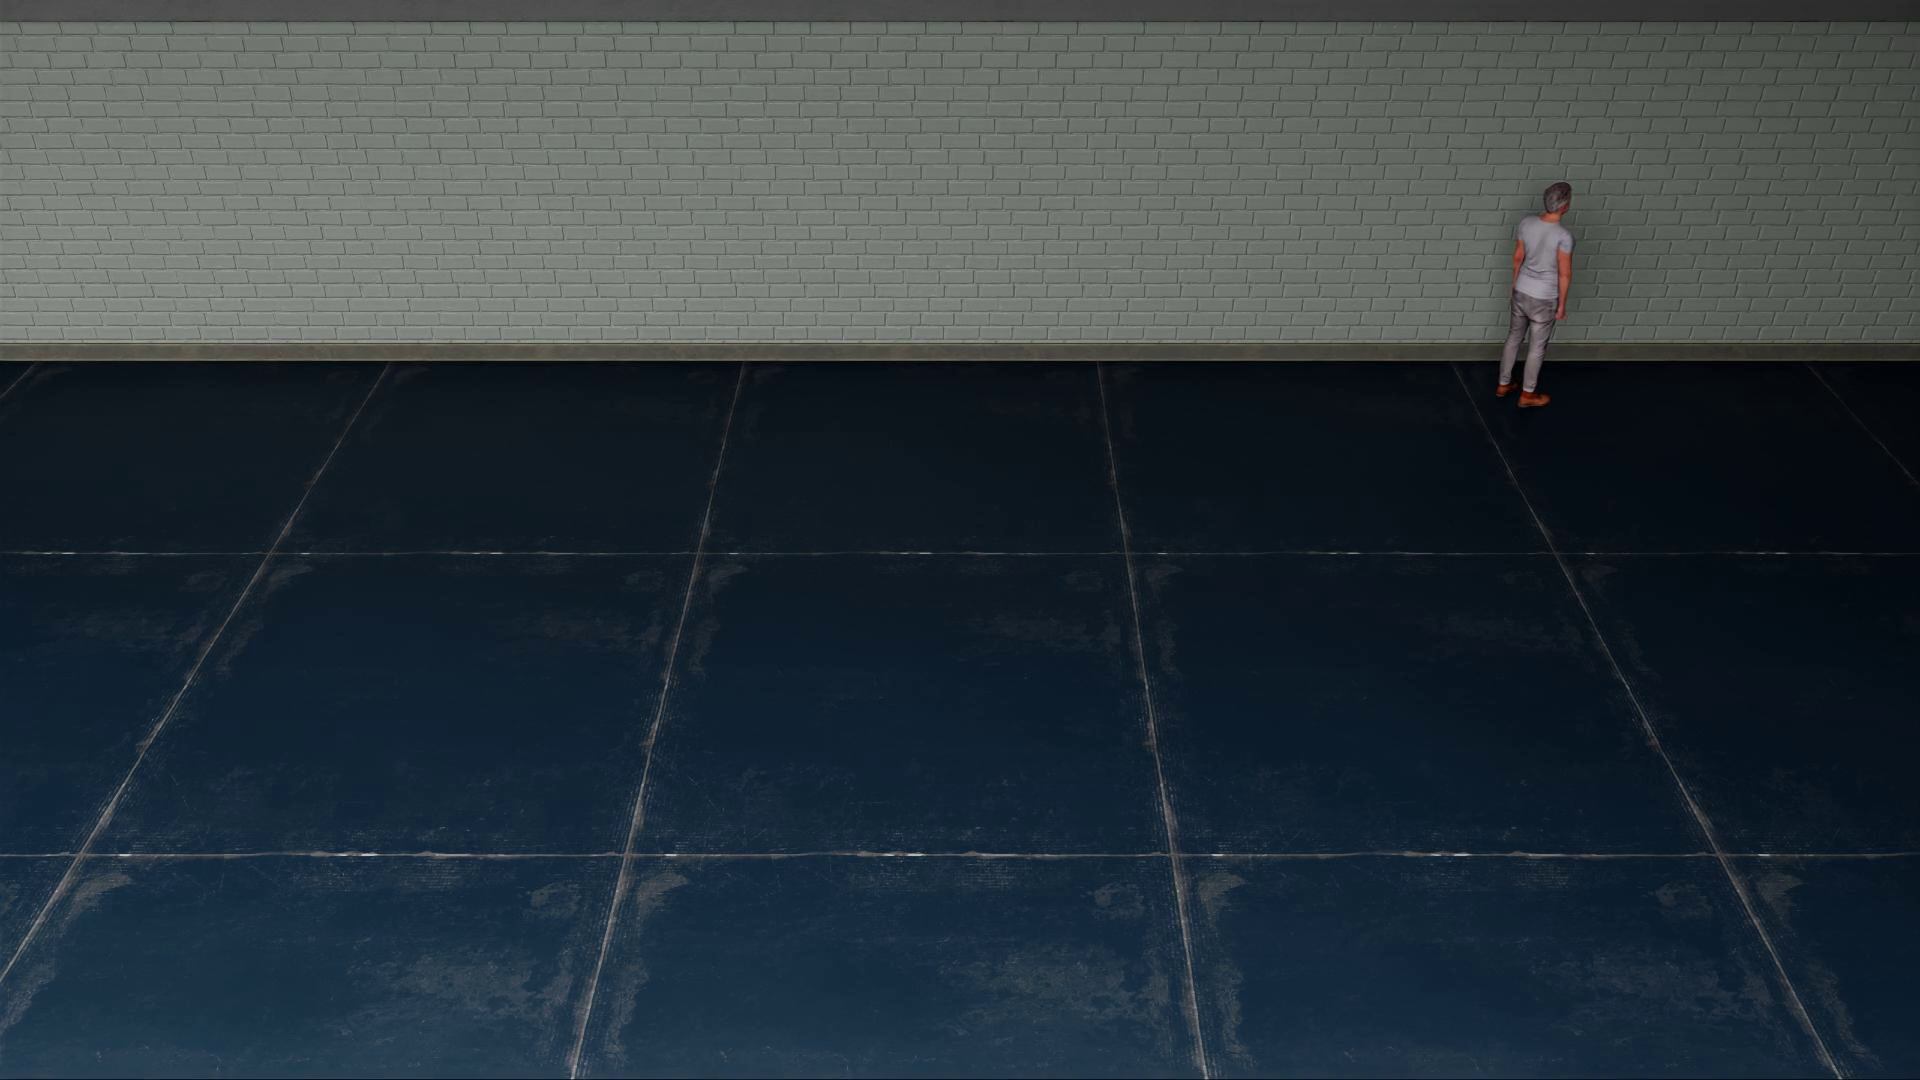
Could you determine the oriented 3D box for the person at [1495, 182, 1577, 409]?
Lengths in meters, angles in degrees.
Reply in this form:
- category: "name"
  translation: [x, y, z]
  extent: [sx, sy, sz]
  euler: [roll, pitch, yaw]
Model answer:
- category: "person"
  translation: [4.523, -1.925, 13.055]
  extent: [0.837, 1.832, 0.709]
  euler: [-19, 38, -27]
